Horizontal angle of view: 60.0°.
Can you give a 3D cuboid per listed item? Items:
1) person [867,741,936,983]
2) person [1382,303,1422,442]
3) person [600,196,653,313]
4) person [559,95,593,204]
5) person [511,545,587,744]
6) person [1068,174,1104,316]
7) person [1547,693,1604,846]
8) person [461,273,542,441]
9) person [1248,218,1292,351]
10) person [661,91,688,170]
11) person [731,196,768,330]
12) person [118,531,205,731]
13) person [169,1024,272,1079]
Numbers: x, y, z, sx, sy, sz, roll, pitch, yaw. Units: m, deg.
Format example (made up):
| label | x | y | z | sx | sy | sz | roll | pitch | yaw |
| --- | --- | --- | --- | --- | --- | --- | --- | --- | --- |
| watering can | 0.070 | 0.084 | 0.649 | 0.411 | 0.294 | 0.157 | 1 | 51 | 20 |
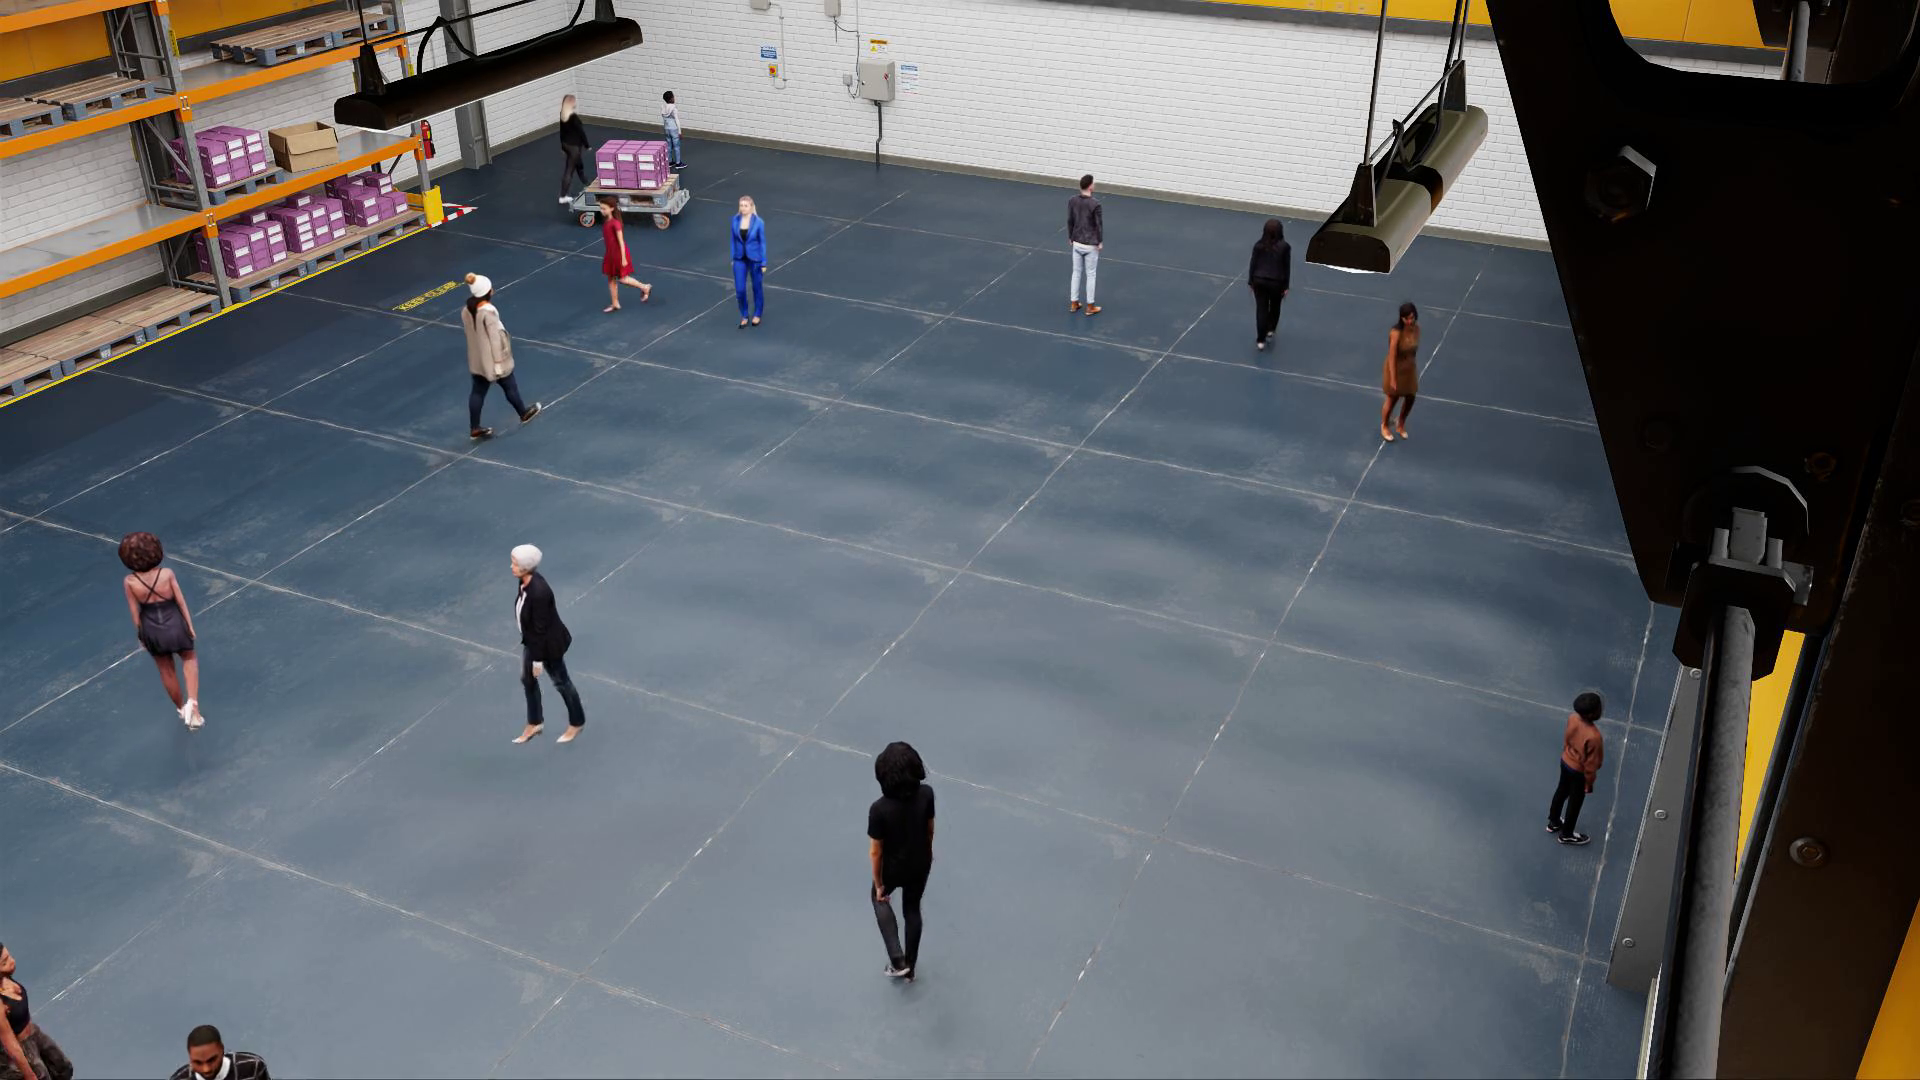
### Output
| label | x | y | z | sx | sy | sz | roll | pitch | yaw |
| --- | --- | --- | --- | --- | --- | --- | --- | --- | --- |
| person | -0.334 | 2.102 | 10.572 | 0.785 | 1.821 | 0.848 | -11 | 31 | -20 |
| person | 4.725 | -1.808 | 17.915 | 0.713 | 1.654 | 0.790 | -23 | 36 | -35 |
| person | -4.373 | -3.713 | 21.539 | 0.971 | 1.529 | 0.799 | -19 | 34 | -31 |
| person | -6.020 | -5.961 | 25.534 | 0.868 | 1.649 | 1.131 | 25 | 37 | 38 |
| person | -3.084 | 0.801 | 12.818 | 0.969 | 1.772 | 0.985 | -14 | 32 | -24 |
| person | 1.612 | -3.805 | 21.386 | 0.681 | 1.837 | 0.590 | 17 | 33 | 28 |
| person | 4.456 | 1.635 | 12.020 | 0.656 | 1.255 | 0.580 | -7 | 29 | -12 |
| person | -5.183 | -1.947 | 17.970 | 0.848 | 1.845 | 1.178 | 19 | 34 | 30 |
| person | 3.784 | -3.093 | 20.341 | 0.807 | 1.587 | 1.005 | 5 | 29 | 9 |
| person | -4.757 | -6.782 | 27.444 | 0.499 | 1.261 | 0.518 | 17 | 33 | 28 |
| person | -2.641 | -3.553 | 21.075 | 0.732 | 1.691 | 0.760 | 5 | 29 | 8 |
| person | -6.225 | 0.777 | 13.044 | 0.802 | 1.779 | 0.853 | -12 | 31 | -20 |
| person | -3.777 | 3.138 | 8.696 | 0.884 | 1.800 | 0.943 | -6 | 29 | -11 |
